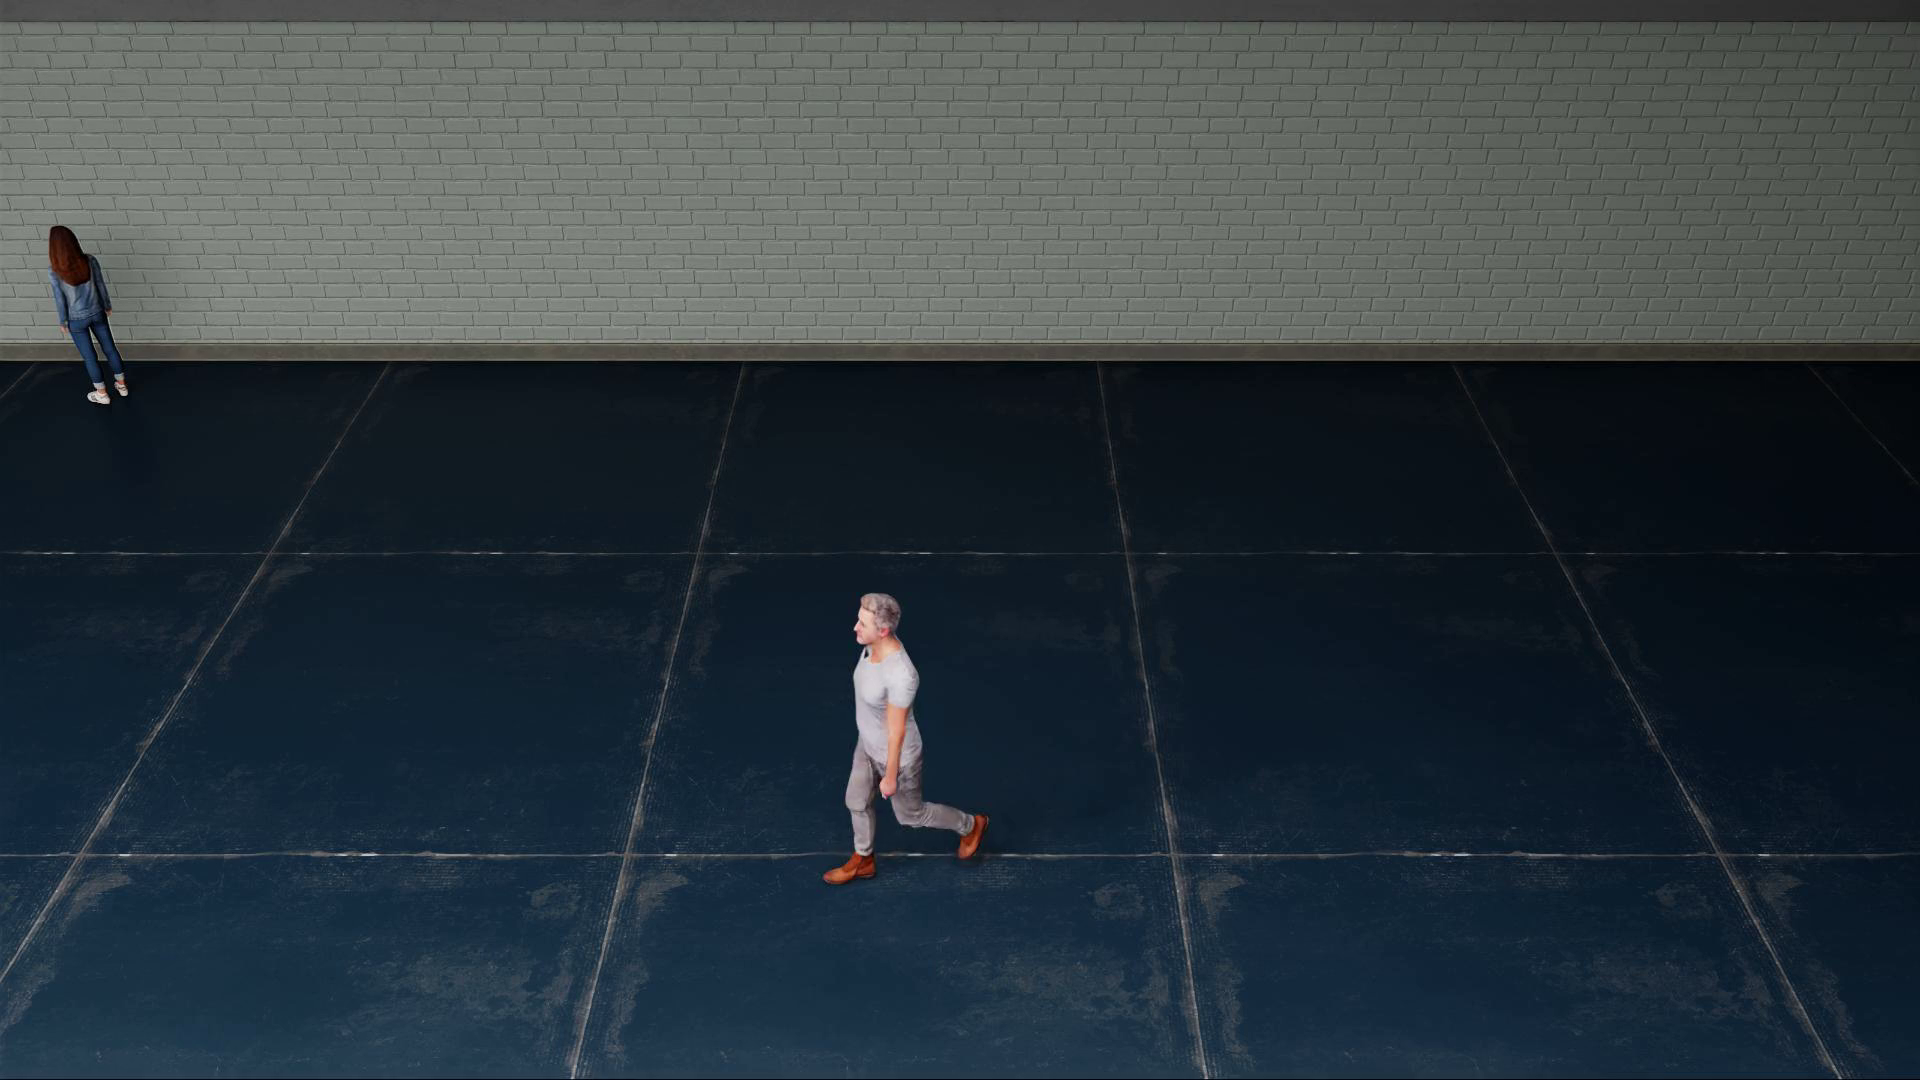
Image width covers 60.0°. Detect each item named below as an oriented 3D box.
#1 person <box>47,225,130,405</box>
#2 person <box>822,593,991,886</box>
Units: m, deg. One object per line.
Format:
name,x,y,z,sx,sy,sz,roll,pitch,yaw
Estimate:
person,-6.926,-1.787,13.170,0.708,1.476,0.620,23,39,31
person,-0.266,1.051,8.514,1.053,1.795,1.190,-13,35,-19
